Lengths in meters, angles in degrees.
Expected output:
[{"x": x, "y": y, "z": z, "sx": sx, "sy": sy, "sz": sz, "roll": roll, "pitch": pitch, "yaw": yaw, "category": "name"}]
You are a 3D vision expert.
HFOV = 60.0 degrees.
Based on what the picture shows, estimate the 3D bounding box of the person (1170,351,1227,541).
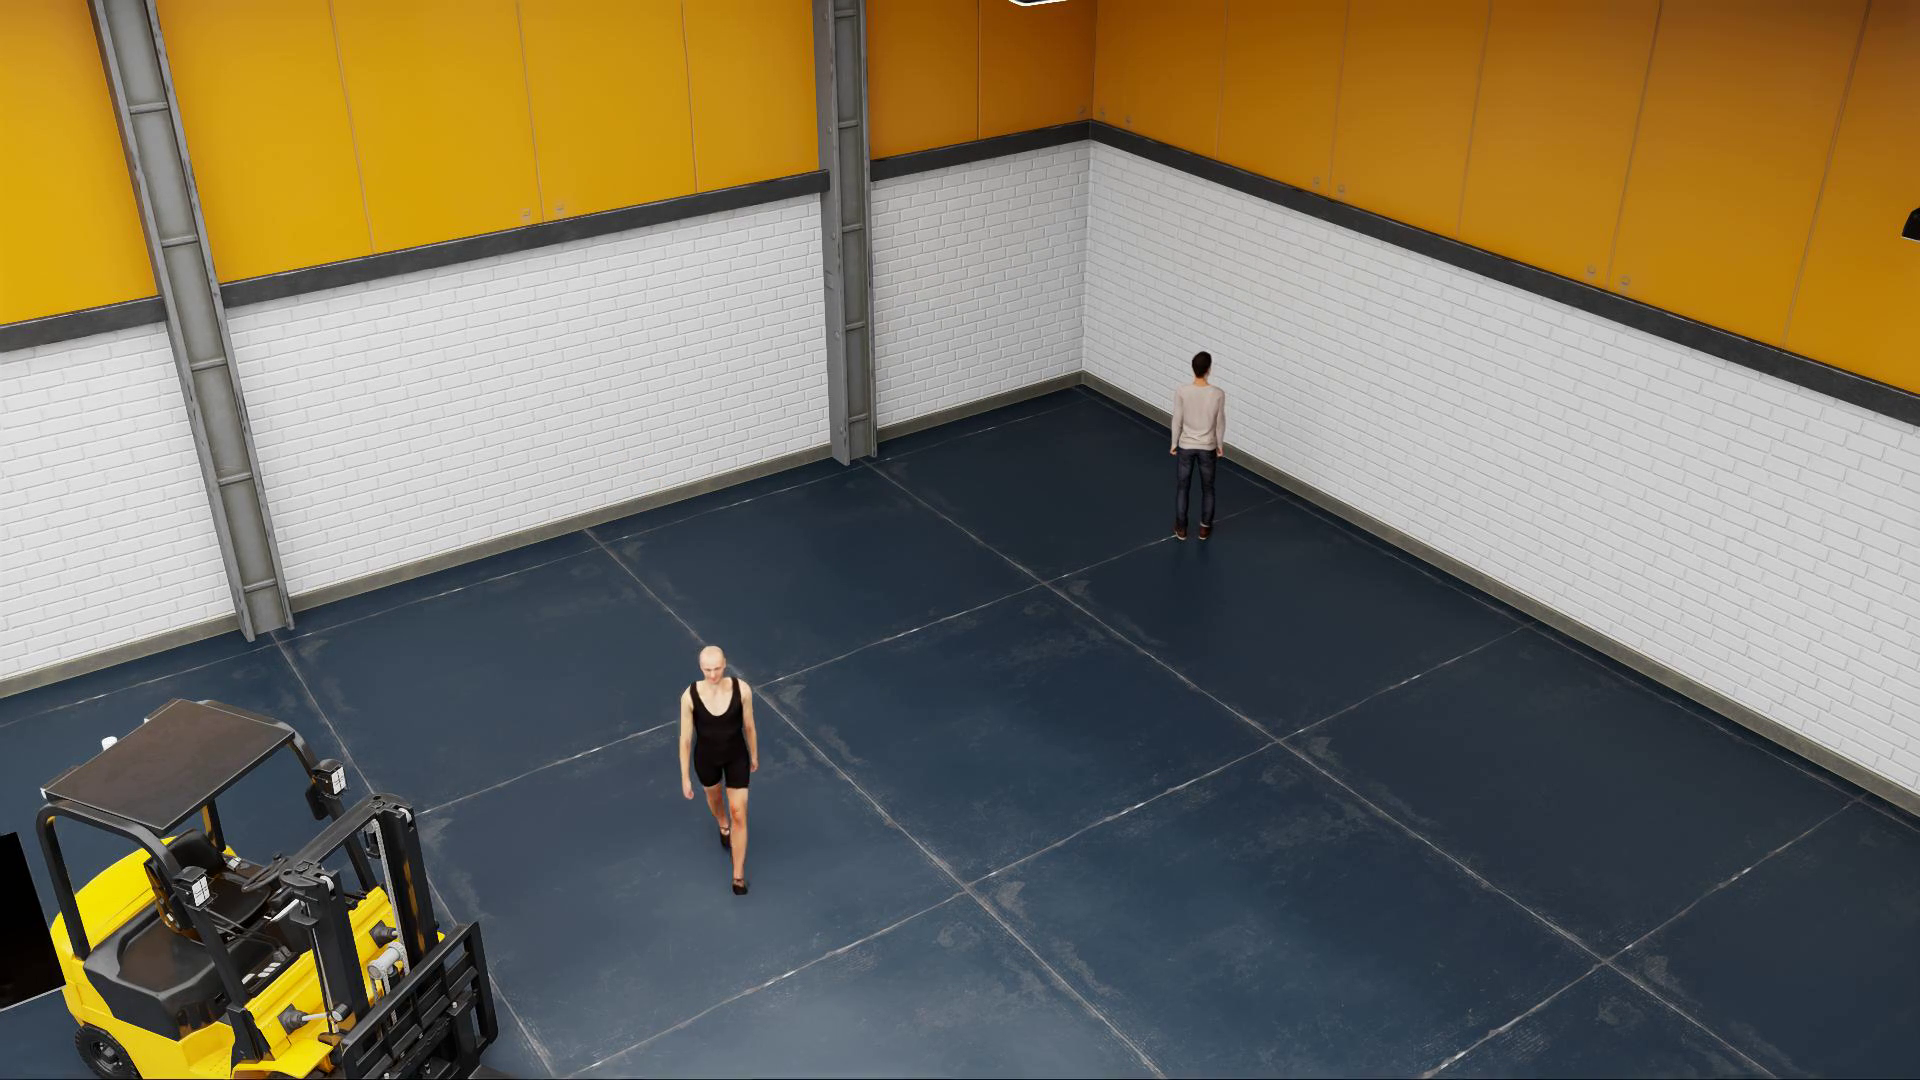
[{"x": 2.214, "y": -0.872, "z": 15.514, "sx": 0.726, "sy": 1.866, "sz": 0.795, "roll": 3, "pitch": 29, "yaw": 6, "category": "person"}]

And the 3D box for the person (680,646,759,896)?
[{"x": -1.639, "y": 1.458, "z": 11.350, "sx": 1.183, "sy": 1.764, "sz": 1.050, "roll": -5, "pitch": 29, "yaw": -9, "category": "person"}]
